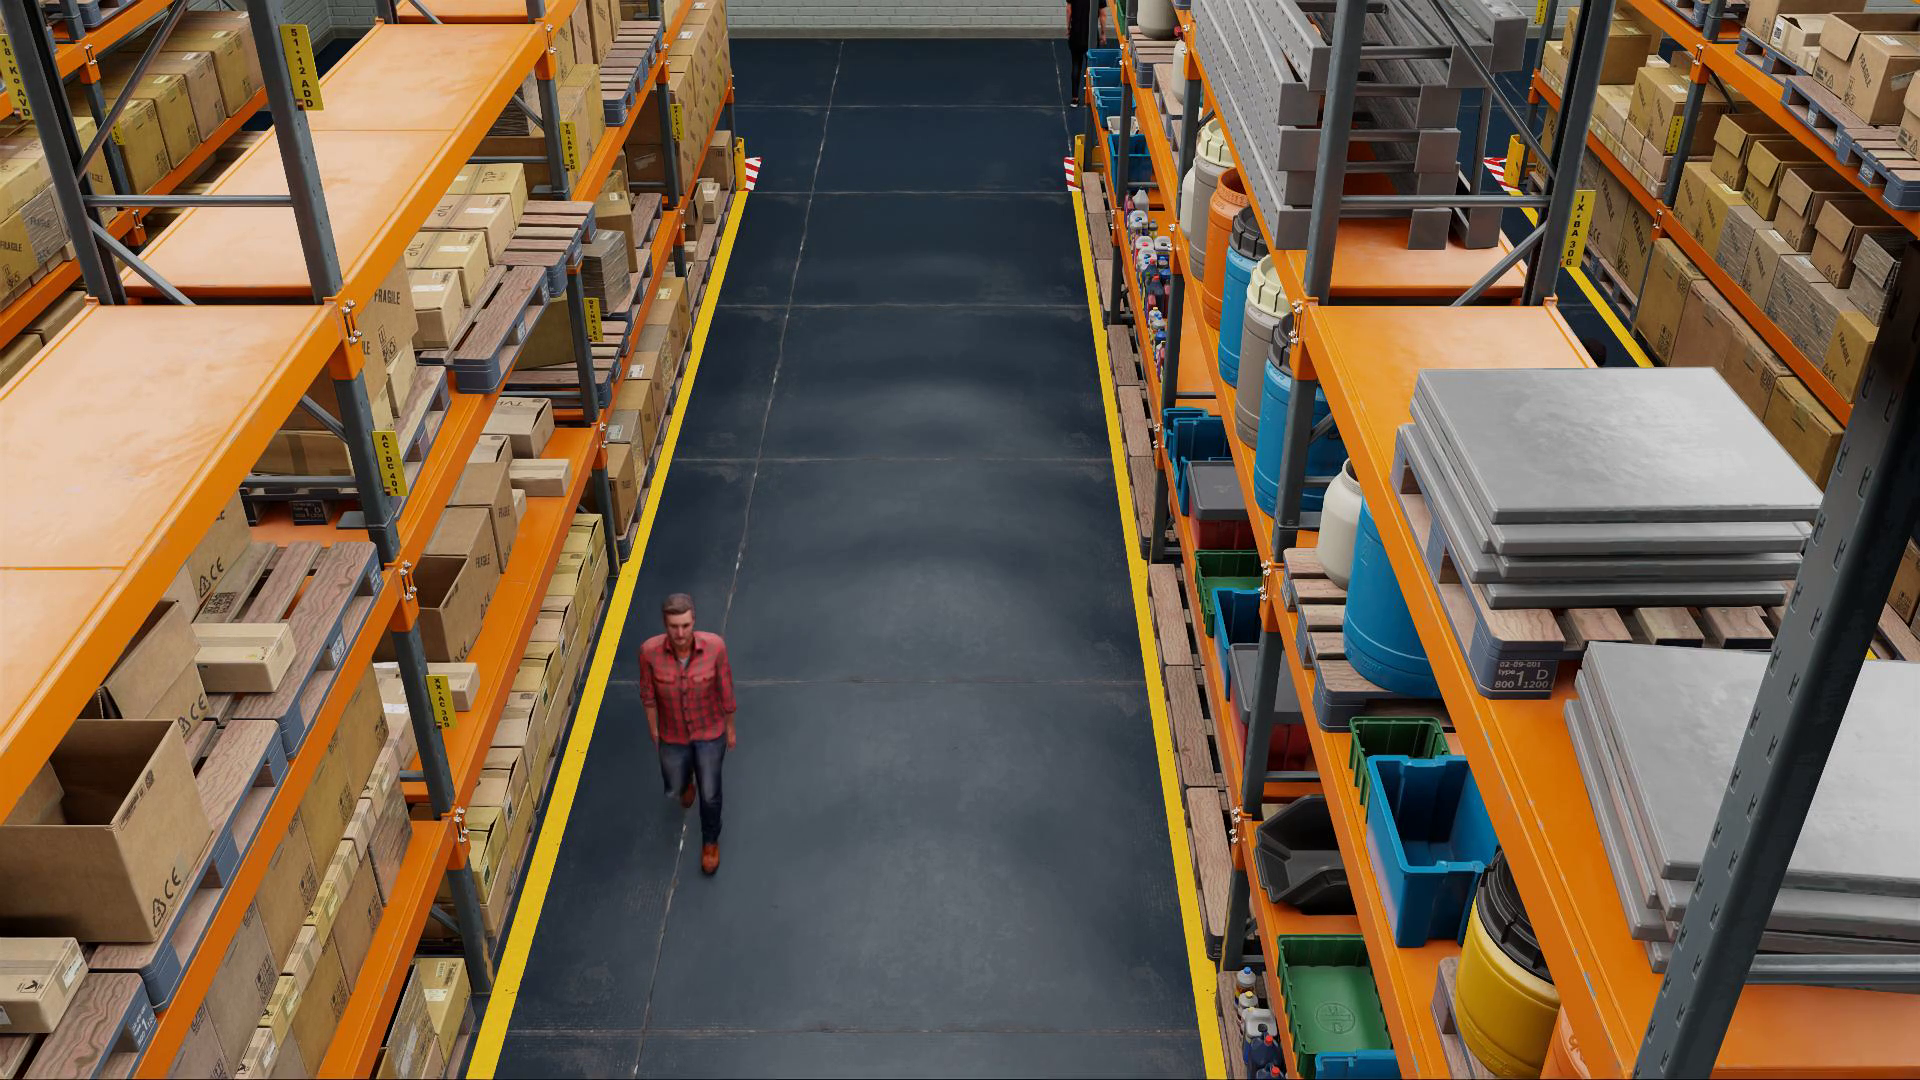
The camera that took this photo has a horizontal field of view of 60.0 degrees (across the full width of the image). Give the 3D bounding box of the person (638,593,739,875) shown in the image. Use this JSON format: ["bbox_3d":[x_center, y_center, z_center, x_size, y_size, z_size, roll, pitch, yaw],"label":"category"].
[{"bbox_3d":[-1.536,1.036,9.531,0.762,1.813,0.963,-4,33,-6],"label":"person"}]

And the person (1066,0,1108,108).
[{"bbox_3d":[1.577,-6.375,20.880,0.745,1.864,0.694,10,34,15],"label":"person"}]
